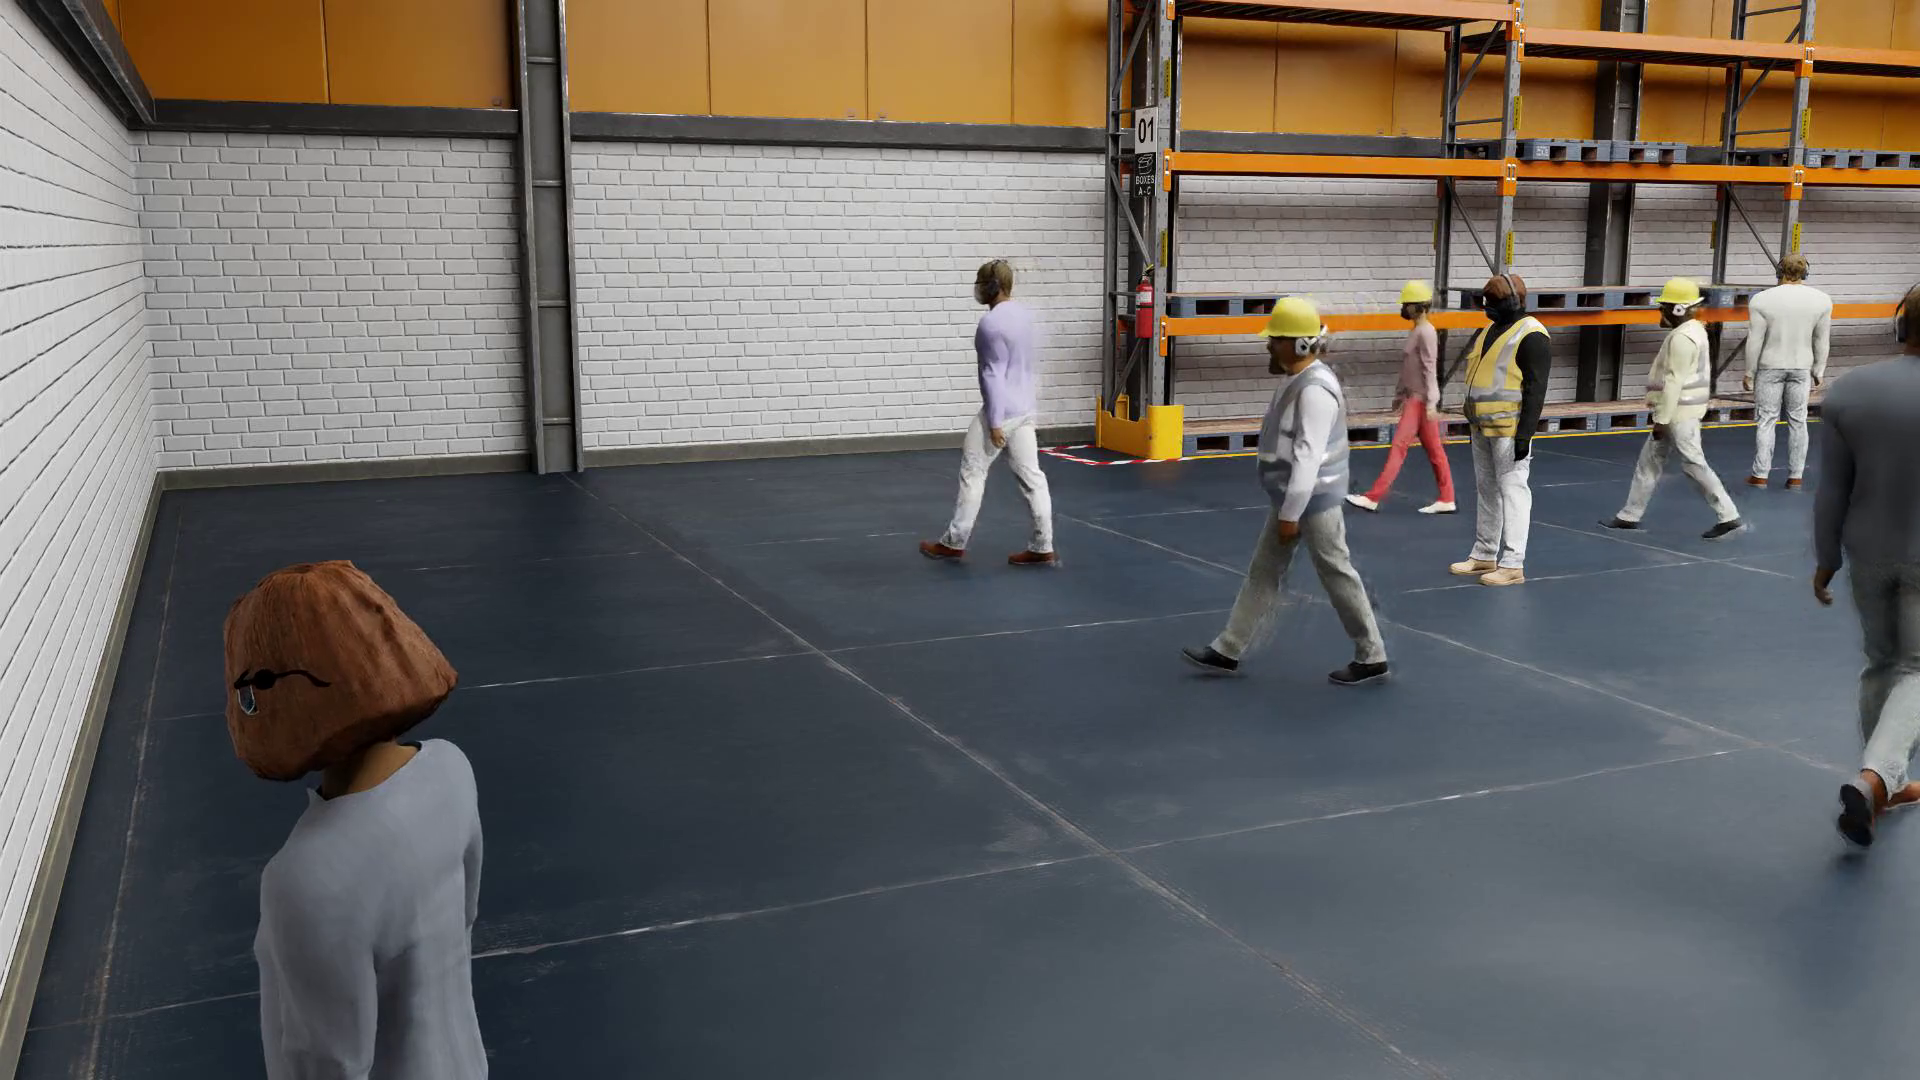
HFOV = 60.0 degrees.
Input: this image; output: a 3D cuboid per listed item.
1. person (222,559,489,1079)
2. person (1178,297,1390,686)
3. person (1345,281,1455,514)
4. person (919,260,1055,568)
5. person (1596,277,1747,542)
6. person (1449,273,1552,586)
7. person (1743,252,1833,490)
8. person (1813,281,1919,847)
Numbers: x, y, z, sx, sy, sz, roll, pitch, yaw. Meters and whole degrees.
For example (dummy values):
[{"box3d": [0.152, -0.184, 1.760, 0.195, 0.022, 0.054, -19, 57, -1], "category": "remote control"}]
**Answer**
[{"box3d": [-0.760, 0.829, 2.178, 0.279, 1.633, 0.499, 1, 10, 3], "category": "person"}, {"box3d": [1.535, -0.203, 7.549, 0.972, 1.773, 0.598, 0, 10, -1], "category": "person"}, {"box3d": [3.295, -1.040, 12.313, 0.880, 1.719, 0.554, 2, 10, 9], "category": "person"}, {"box3d": [0.185, -0.777, 10.358, 0.951, 1.898, 0.631, 5, 11, 27], "category": "person"}, {"box3d": [4.933, -0.887, 11.327, 0.950, 1.791, 0.605, 5, 11, 26], "category": "person"}, {"box3d": [3.203, -0.652, 9.866, 0.429, 1.838, 0.622, -2, 10, -12], "category": "person"}, {"box3d": [6.741, -1.375, 13.602, 0.635, 1.938, 0.359, 2, 10, 11], "category": "person"}, {"box3d": [3.180, 0.077, 5.604, 0.854, 1.916, 0.635, -9, 14, -41], "category": "person"}]
